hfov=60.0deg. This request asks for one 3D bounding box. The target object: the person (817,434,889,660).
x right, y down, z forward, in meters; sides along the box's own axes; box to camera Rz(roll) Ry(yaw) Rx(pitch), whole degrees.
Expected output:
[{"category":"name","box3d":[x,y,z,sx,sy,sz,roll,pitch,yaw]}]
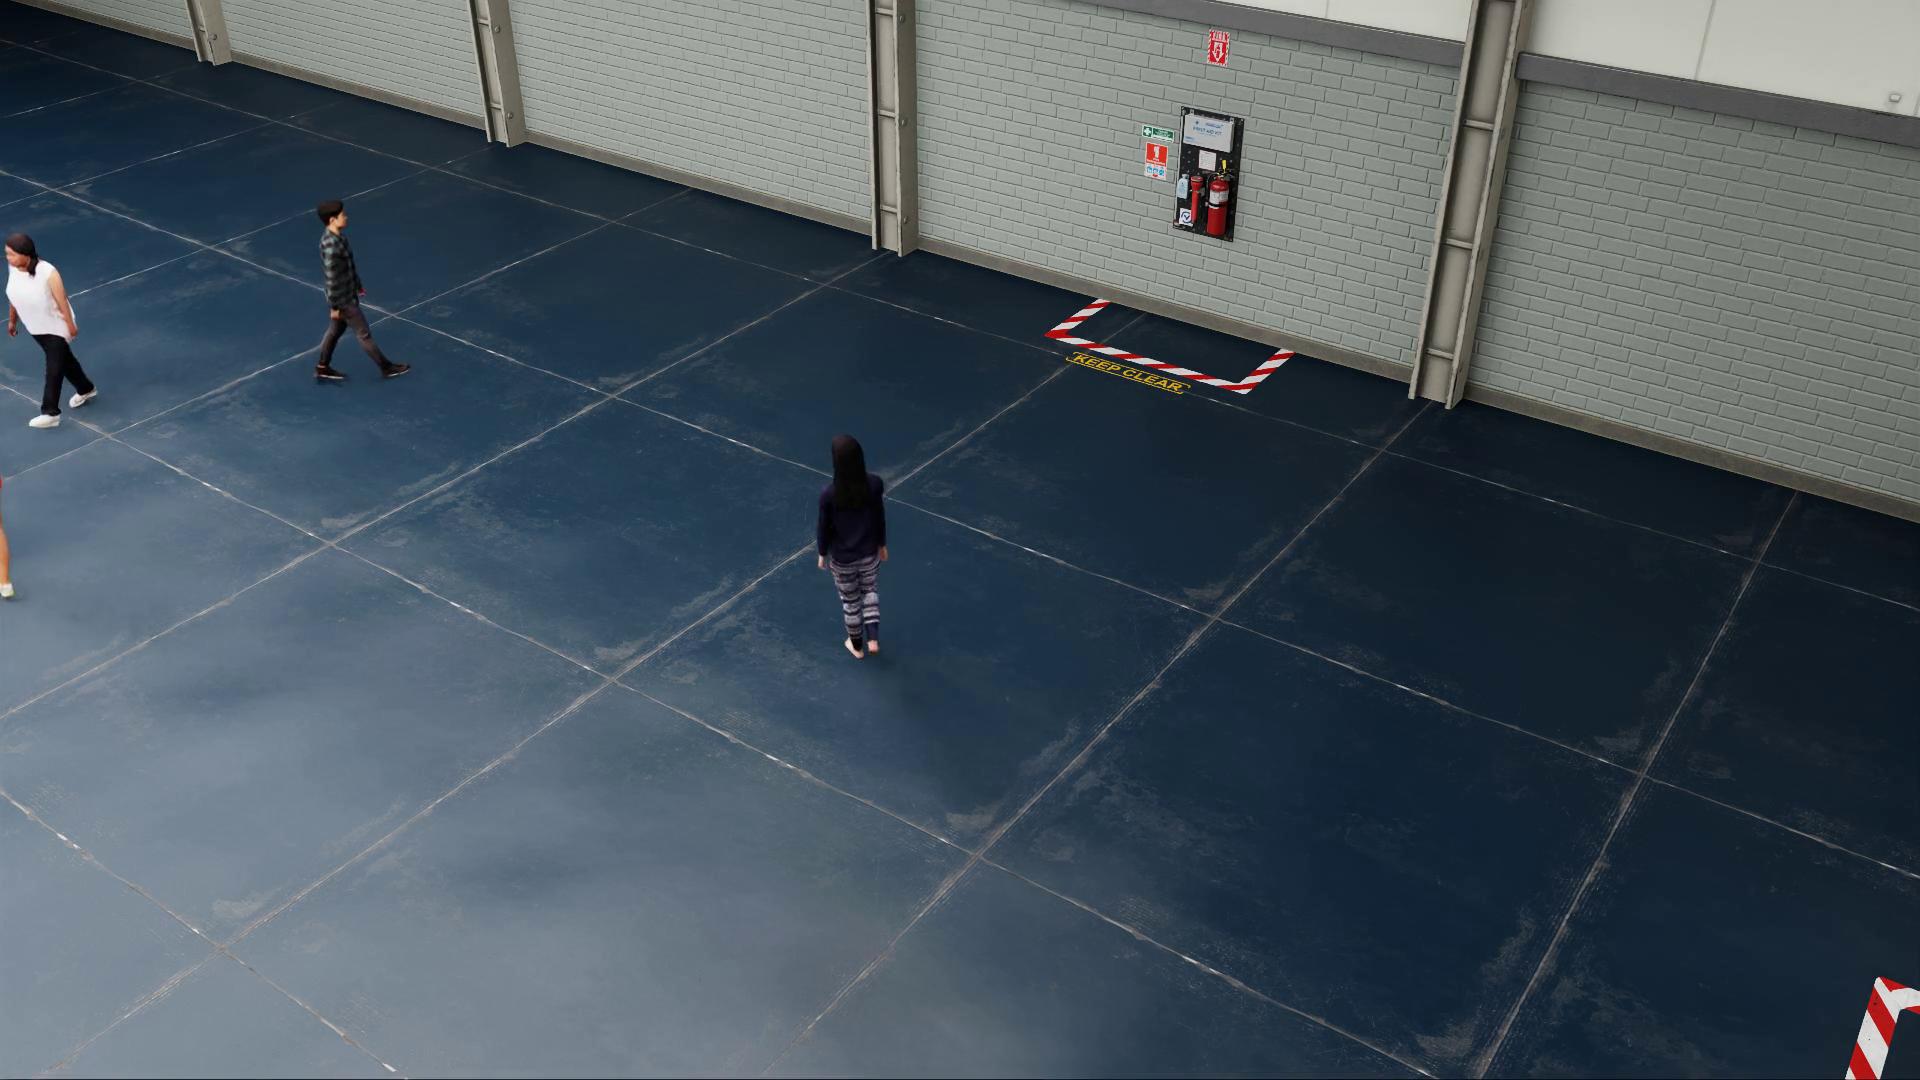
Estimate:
[{"category":"person","box3d":[-0.672,0.100,10.981,0.765,1.726,0.807,-12,34,-18]}]

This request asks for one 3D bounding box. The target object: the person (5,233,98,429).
[{"category":"person","box3d":[-7.702,-1.847,14.134,1.003,1.655,0.817,16,36,23]}]

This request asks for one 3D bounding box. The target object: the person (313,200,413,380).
[{"category":"person","box3d":[-5.518,-2.142,14.613,1.131,1.680,1.159,-10,34,-15]}]
